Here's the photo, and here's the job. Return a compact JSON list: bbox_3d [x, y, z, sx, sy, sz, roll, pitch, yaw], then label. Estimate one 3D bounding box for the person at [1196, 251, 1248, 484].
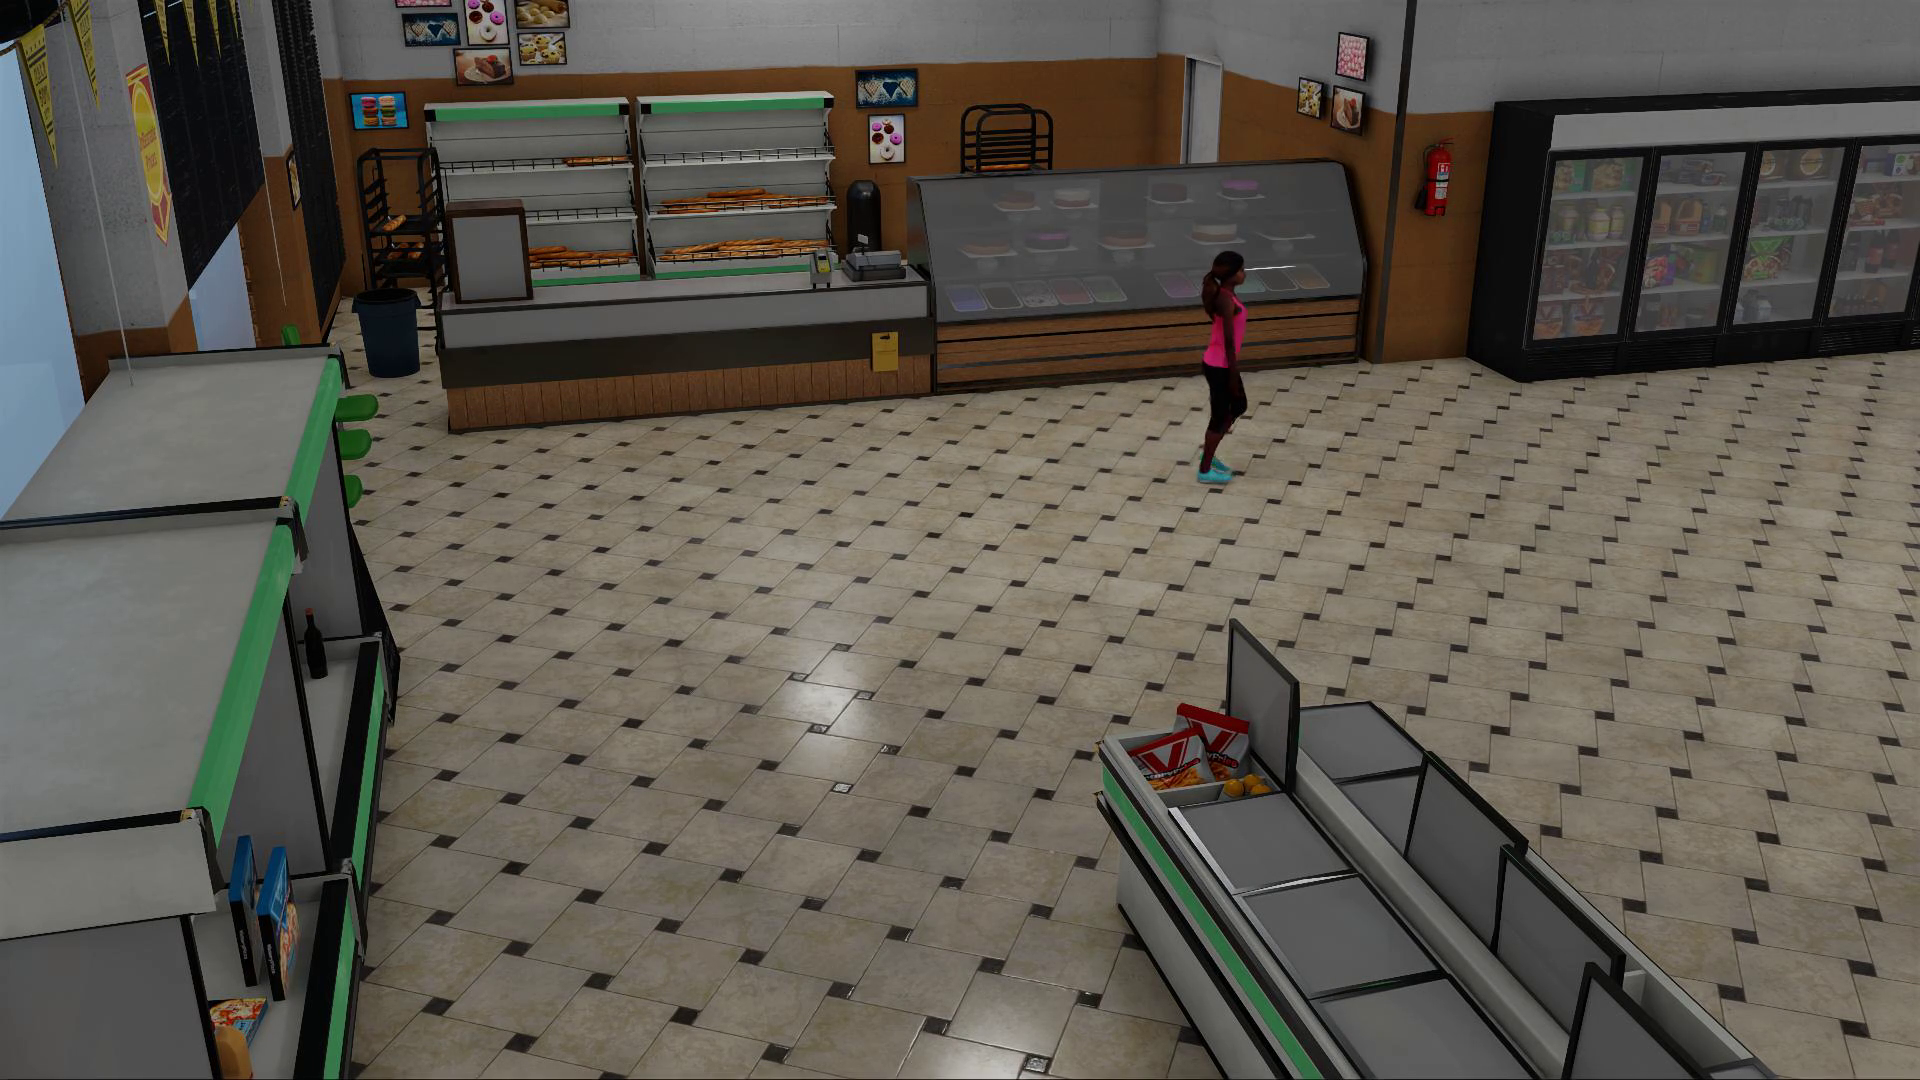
[{"bbox_3d":[1.787,-1.225,11.919,0.731,1.712,0.648,2,22,5],"label":"person"}]
